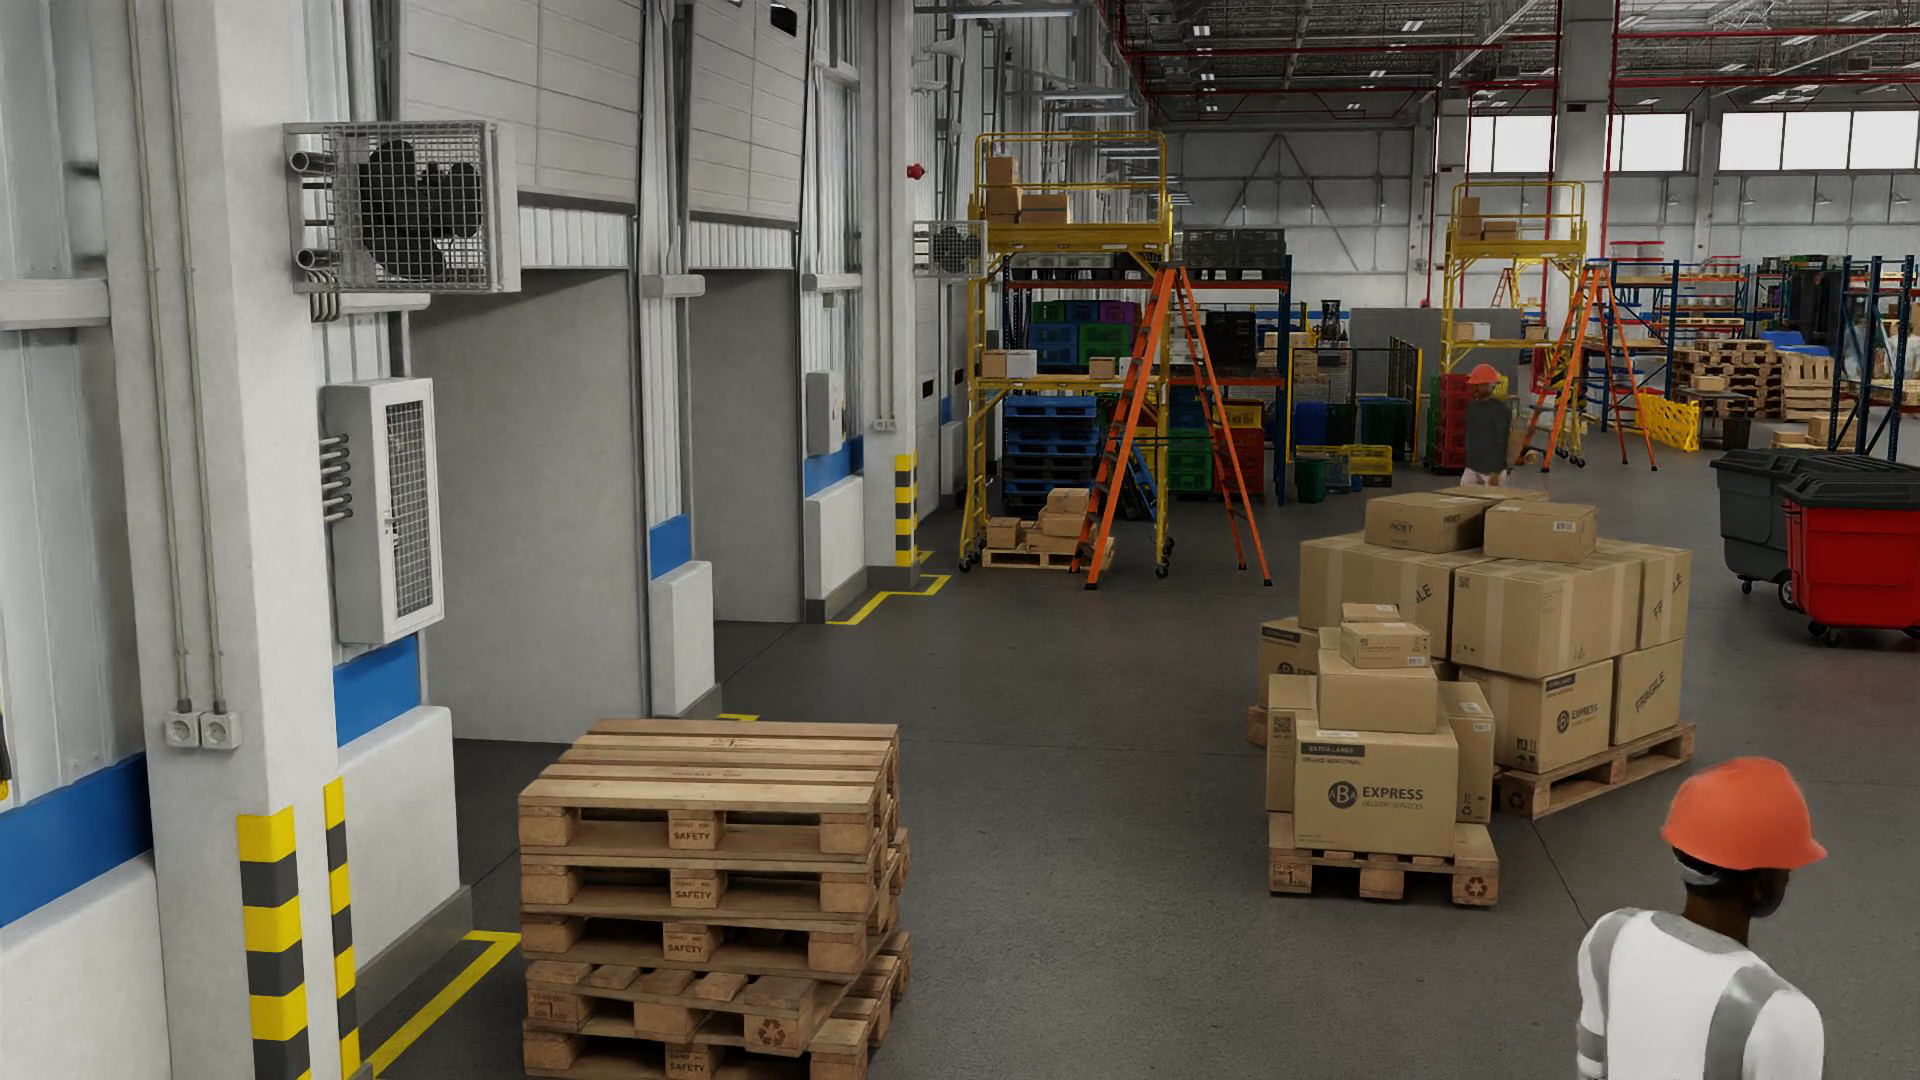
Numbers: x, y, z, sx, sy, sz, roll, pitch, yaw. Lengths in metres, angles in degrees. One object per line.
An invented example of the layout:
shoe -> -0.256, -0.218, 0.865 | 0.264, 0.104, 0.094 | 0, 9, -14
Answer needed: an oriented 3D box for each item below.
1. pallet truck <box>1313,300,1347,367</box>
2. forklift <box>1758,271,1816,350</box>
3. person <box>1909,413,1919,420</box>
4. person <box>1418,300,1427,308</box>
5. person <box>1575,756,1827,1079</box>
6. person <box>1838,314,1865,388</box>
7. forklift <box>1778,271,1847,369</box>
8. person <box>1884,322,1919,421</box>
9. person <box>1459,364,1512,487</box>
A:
pallet truck -> 11.159, -6.200, 49.718 | 0.823, 1.965, 1.885 | 4, 10, 26
forklift -> 24.173, -6.349, 47.920 | 1.873, 2.768, 1.129 | 0, 9, 2
person -> 18.408, -3.133, 31.427 | 0.511, 1.807, 0.975 | -1, 9, -9
person -> 14.812, -6.760, 53.435 | 0.845, 1.902, 0.574 | -1, 9, -9
person -> 1.453, 1.365, 3.264 | 0.366, 1.940, 0.546 | -4, 10, -23
person -> 19.274, -3.941, 36.070 | 0.647, 1.896, 0.991 | -2, 9, -13
forklift -> 20.019, -4.798, 38.359 | 1.873, 2.768, 1.129 | 1, 9, 9
person -> 17.806, -3.175, 31.400 | 0.617, 1.877, 1.010 | 4, 10, 23
person -> 4.873, -0.679, 15.779 | 0.963, 1.952, 0.644 | -5, 10, -27
